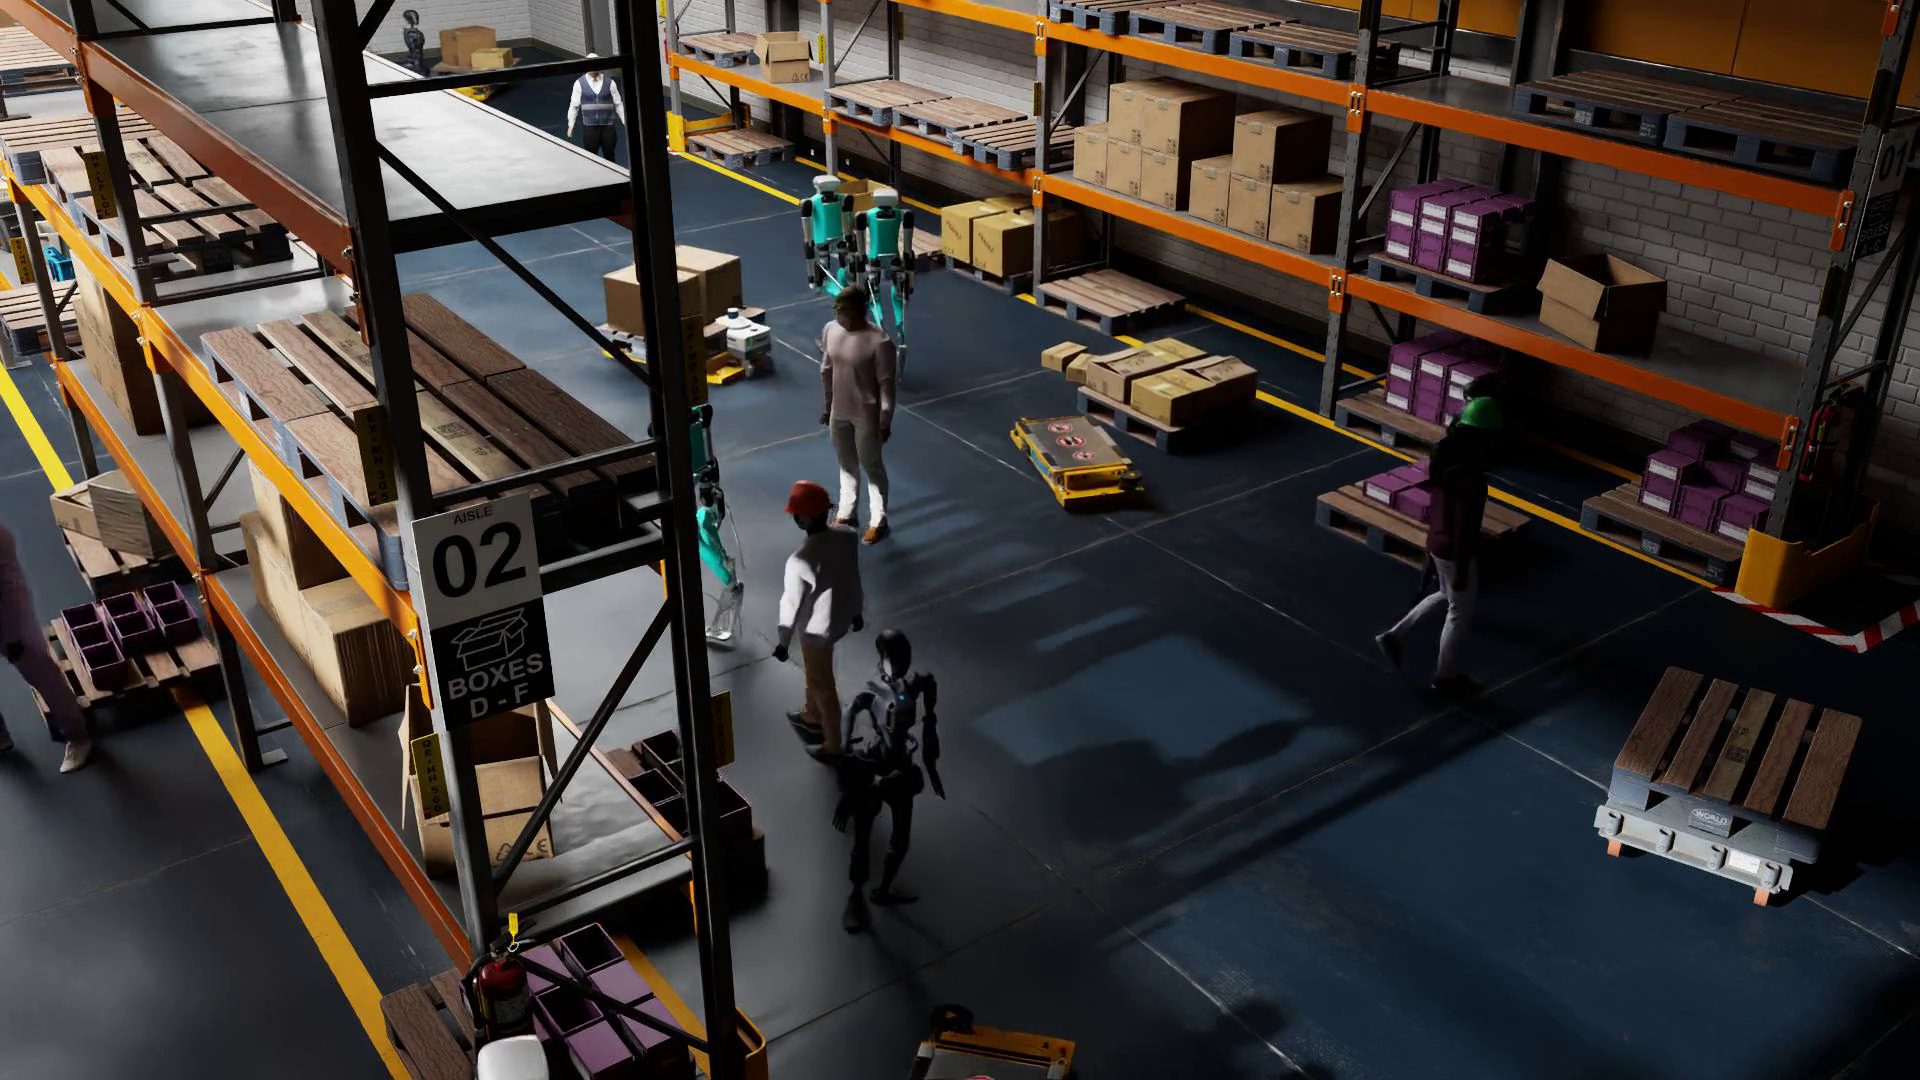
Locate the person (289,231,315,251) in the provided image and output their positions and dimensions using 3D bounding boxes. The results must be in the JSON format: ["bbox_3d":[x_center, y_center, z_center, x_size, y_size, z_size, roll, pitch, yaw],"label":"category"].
[{"bbox_3d":[-5.814,-2.195,14.714,0.354,1.742,0.572,20,33,34],"label":"person"}]

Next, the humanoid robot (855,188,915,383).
[{"bbox_3d":[-0.617,-2.109,14.608,0.544,1.848,0.696,-6,27,-11],"label":"humanoid robot"}]

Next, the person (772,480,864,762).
[{"bbox_3d":[-0.888,0.443,9.475,0.650,1.726,0.594,15,30,28],"label":"person"}]

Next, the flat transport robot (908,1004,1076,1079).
[{"bbox_3d":[0.044,2.538,6.939,0.659,0.231,1.431,6,27,12],"label":"flat transport robot"}]

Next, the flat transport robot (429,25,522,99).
[{"bbox_3d":[-7.633,-7.195,26.299,0.659,0.231,1.431,1,27,2],"label":"flat transport robot"}]

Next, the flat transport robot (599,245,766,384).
[{"bbox_3d":[-2.558,-1.754,15.476,1.431,0.231,0.659,16,31,29],"label":"flat transport robot"}]

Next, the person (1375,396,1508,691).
[{"bbox_3d":[2.946,0.045,10.052,0.560,1.928,0.510,-2,27,-4],"label":"person"}]

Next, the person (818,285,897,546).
[{"bbox_3d":[-0.744,-0.901,11.926,0.637,1.937,0.369,18,32,32],"label":"person"}]

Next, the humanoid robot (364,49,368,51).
[{"bbox_3d":[-7.531,-5.474,21.322,0.596,1.637,0.610,-12,29,-22],"label":"humanoid robot"}]

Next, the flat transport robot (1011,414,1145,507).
[{"bbox_3d":[0.919,-0.661,13.301,0.659,0.231,1.431,-7,28,-14],"label":"flat transport robot"}]

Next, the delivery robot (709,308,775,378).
[{"bbox_3d":[-2.096,-1.839,15.348,0.811,0.613,0.499,19,33,33],"label":"delivery robot"}]

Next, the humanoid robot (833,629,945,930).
[{"bbox_3d":[-0.364,1.159,8.127,0.596,1.645,0.324,-16,31,-29],"label":"humanoid robot"}]

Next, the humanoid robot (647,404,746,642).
[{"bbox_3d":[-1.541,-0.045,10.570,0.722,1.905,0.545,15,30,27],"label":"humanoid robot"}]

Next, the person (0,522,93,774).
[{"bbox_3d":[-5.444,0.465,9.297,0.720,1.868,0.561,10,28,19],"label":"person"}]

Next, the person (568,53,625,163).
[{"bbox_3d":[-4.444,-5.092,20.456,0.768,1.755,0.446,-9,28,-16],"label":"person"}]

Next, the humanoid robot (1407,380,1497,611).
[{"bbox_3d":[3.253,-0.285,10.992,0.354,1.645,0.589,1,27,2],"label":"humanoid robot"}]

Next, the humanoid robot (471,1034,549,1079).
[{"bbox_3d":[-1.222,2.364,5.689,0.682,1.814,0.537,-15,31,-28],"label":"humanoid robot"}]

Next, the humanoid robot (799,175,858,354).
[{"bbox_3d":[-1.066,-2.383,15.127,0.537,1.742,0.964,-15,31,-28],"label":"humanoid robot"}]

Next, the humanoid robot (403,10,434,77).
[{"bbox_3d":[-7.704,-6.747,23.832,0.419,1.644,0.602,-3,27,-6],"label":"humanoid robot"}]
